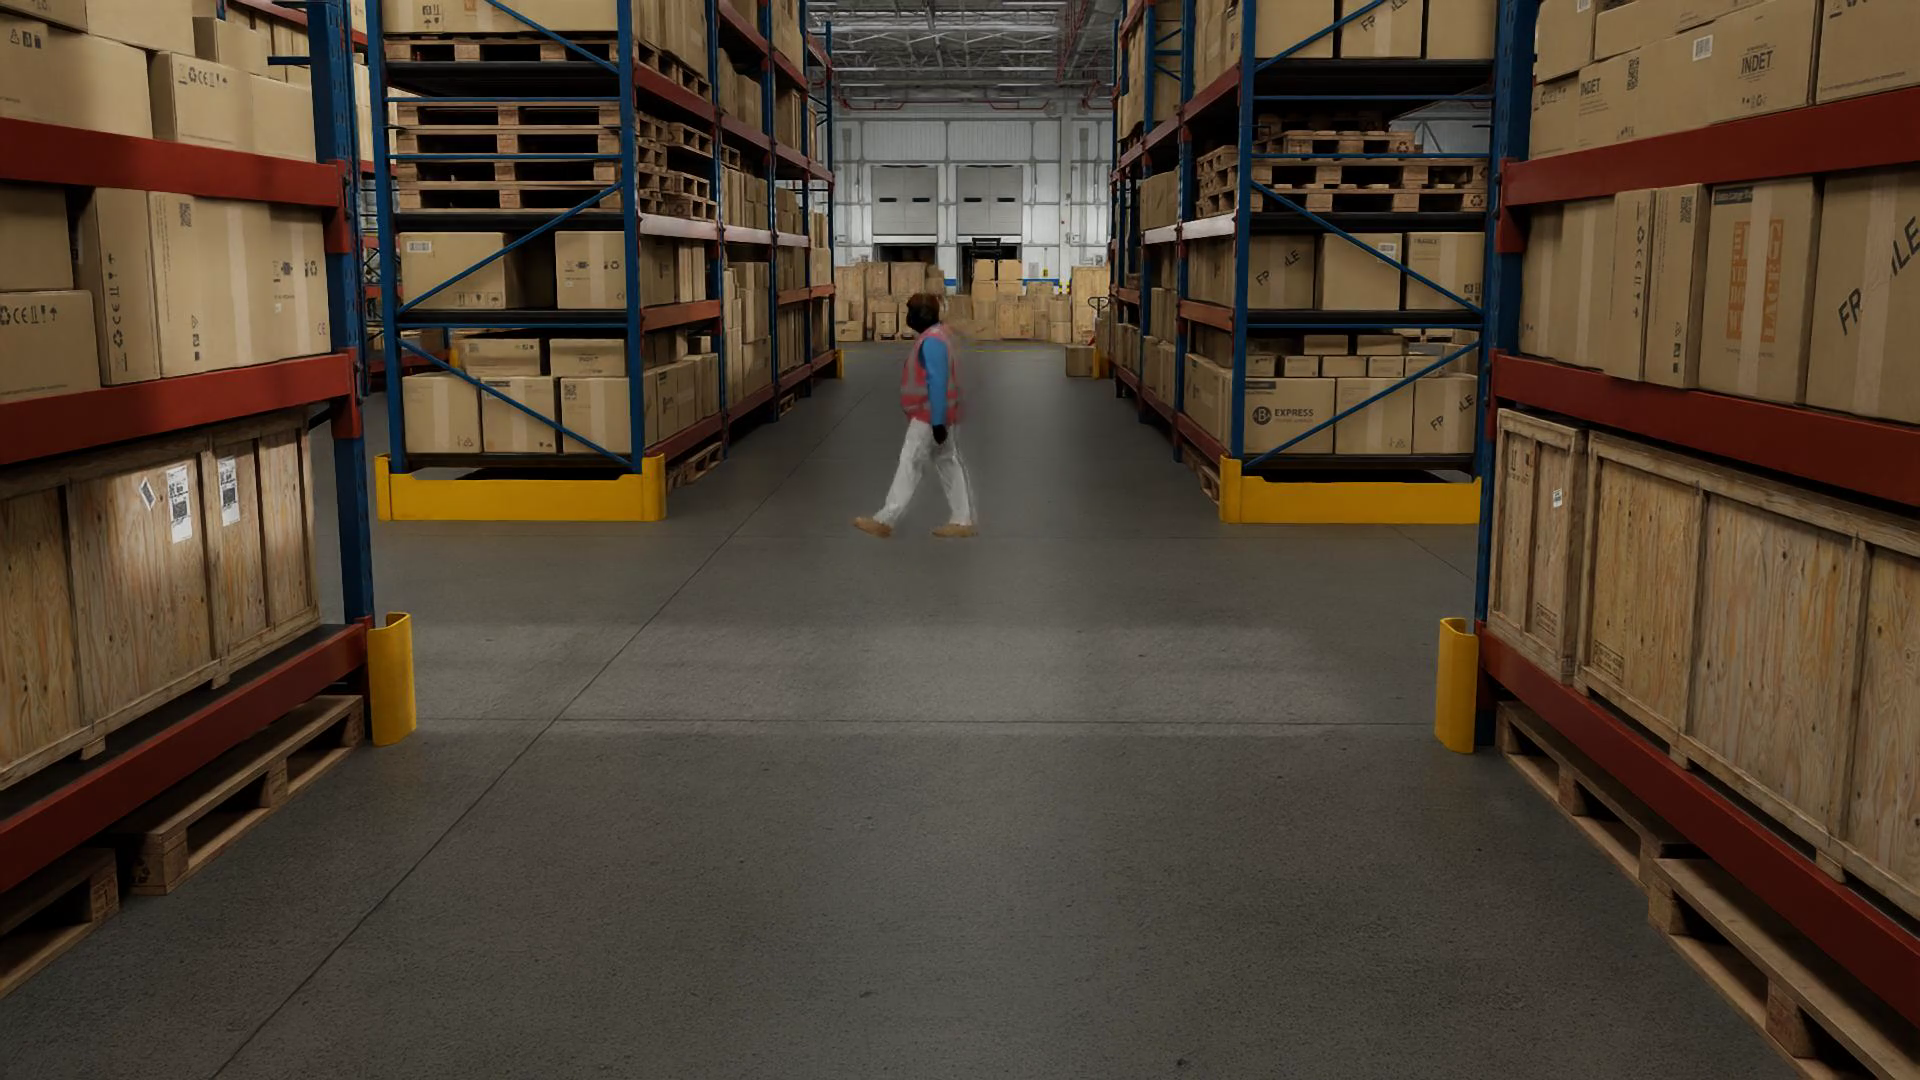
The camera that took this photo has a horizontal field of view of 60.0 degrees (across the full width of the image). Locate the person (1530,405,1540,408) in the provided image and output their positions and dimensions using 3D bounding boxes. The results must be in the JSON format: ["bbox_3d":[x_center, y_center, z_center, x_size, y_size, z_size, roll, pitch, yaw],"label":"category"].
[{"bbox_3d":[6.434,-1.815,18.213,0.522,1.613,0.666,2,10,13],"label":"person"}]

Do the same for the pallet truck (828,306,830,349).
[{"bbox_3d":[-3.100,-3.940,29.800,1.885,1.965,0.823,3,10,19],"label":"pallet truck"}]

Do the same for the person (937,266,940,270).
[{"bbox_3d":[-0.828,-7.779,53.015,0.630,1.926,0.558,0,9,0],"label":"person"}]

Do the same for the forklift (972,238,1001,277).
[{"bbox_3d":[0.863,-8.497,54.458,1.129,2.768,1.873,0,9,1],"label":"forklift"}]

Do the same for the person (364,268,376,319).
[{"bbox_3d":[-21.139,-8.809,59.495,0.509,1.829,0.564,-5,11,-27],"label":"person"}]

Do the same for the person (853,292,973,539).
[{"bbox_3d":[-0.334,-0.897,12.165,0.938,1.795,0.646,0,9,2],"label":"person"}]
